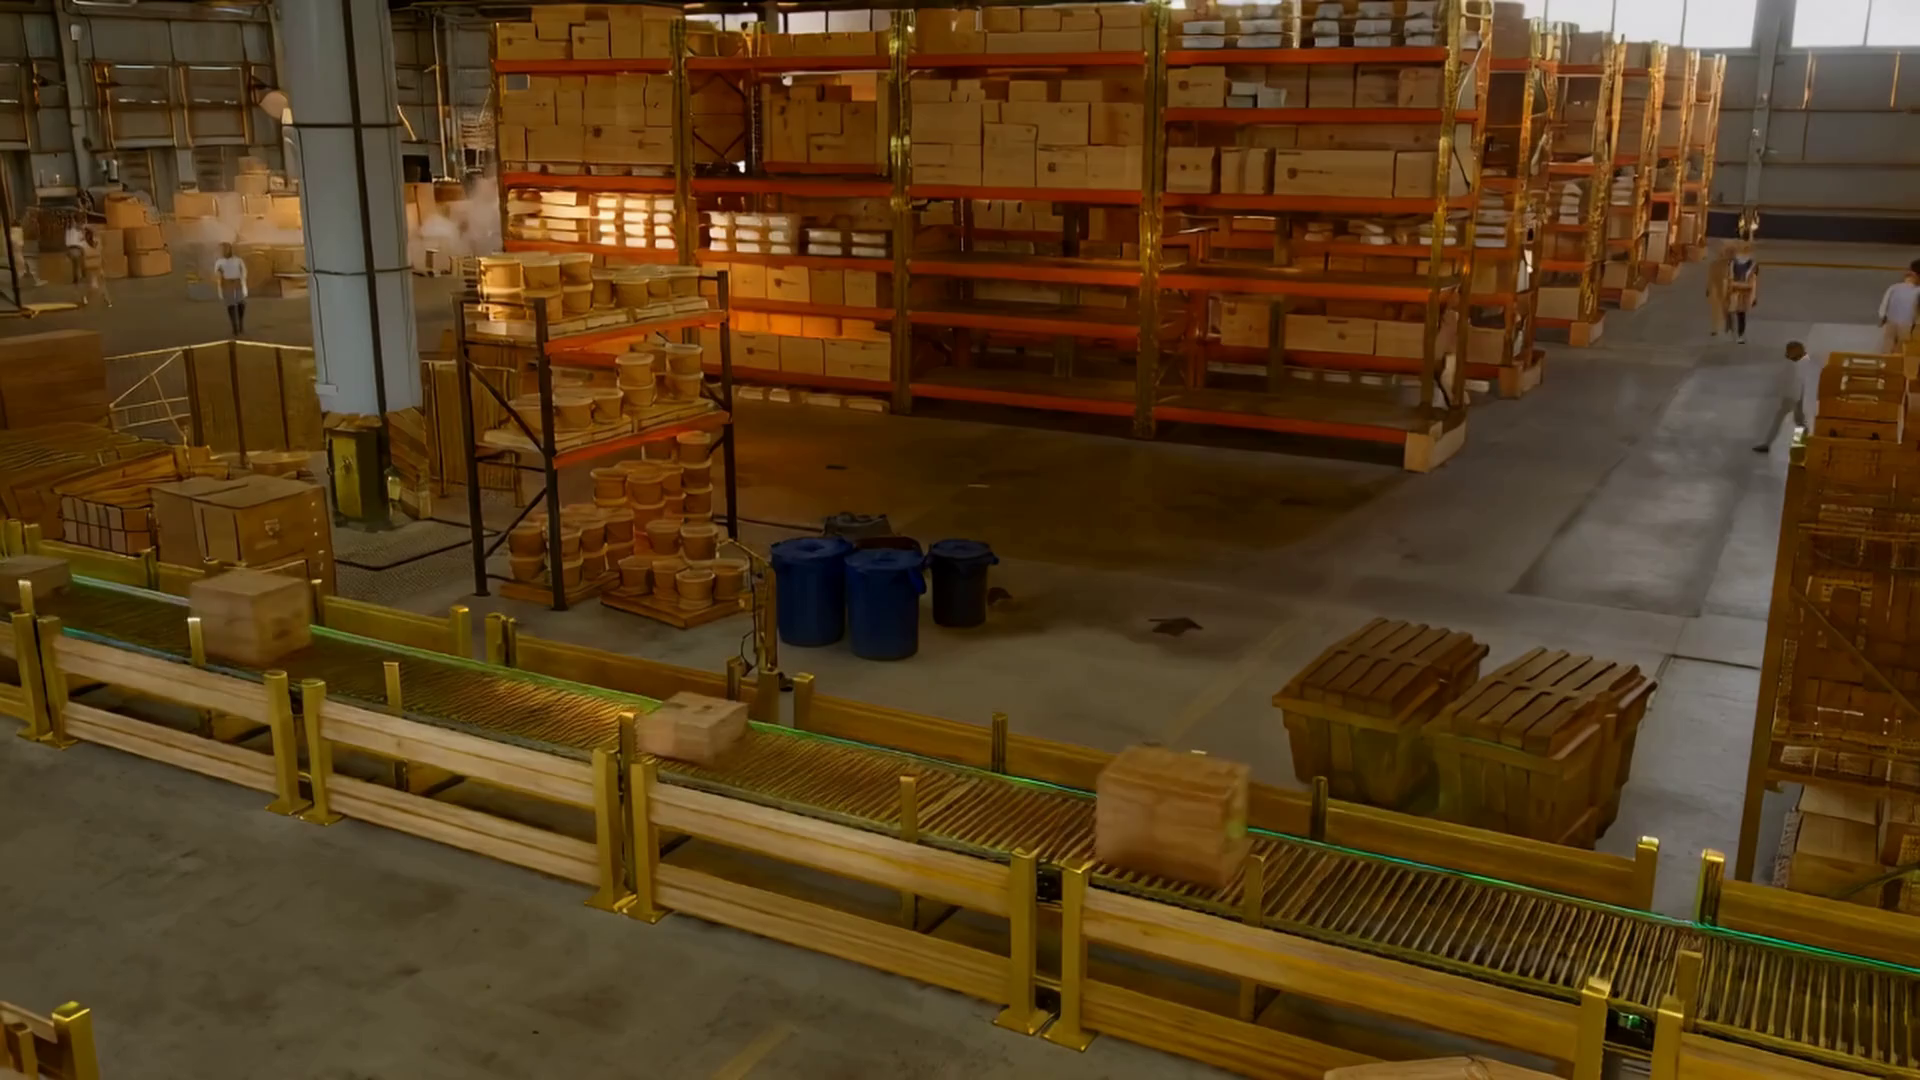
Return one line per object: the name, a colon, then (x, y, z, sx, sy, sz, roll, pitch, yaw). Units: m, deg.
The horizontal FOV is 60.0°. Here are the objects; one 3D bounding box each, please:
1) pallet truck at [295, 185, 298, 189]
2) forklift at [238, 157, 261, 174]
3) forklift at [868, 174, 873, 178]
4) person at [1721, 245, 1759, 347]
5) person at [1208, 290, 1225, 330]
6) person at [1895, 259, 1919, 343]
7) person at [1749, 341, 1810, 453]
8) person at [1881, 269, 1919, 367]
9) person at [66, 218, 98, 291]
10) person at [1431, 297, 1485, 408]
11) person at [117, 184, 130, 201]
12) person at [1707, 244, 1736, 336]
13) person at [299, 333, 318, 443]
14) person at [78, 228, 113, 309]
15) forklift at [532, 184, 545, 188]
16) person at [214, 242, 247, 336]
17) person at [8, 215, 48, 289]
pallet truck: (-26.804, -14.617, 69.738, 1.885, 1.965, 0.823, -14, 20, -42)
forklift: (-24.311, -11.728, 57.189, 1.873, 2.768, 1.129, 1, 15, 3)
forklift: (-3.133, -13.788, 64.933, 1.129, 2.768, 1.873, 2, 15, 9)
person: (15.386, -4.822, 32.897, 0.679, 2.010, 0.653, -11, 19, -37)
person: (5.217, -4.964, 34.148, 0.507, 1.632, 0.268, -8, 17, -26)
person: (19.030, -4.762, 33.267, 0.317, 1.695, 0.540, -3, 15, -9)
person: (11.462, -1.939, 22.871, 0.864, 1.587, 0.516, 10, 18, 34)
person: (17.211, -4.054, 30.461, 0.623, 1.774, 0.870, 10, 18, 34)
person: (-22.601, -7.336, 42.661, 0.585, 1.846, 0.931, 7, 16, 23)
person: (7.886, -2.934, 26.230, 0.978, 1.783, 0.636, -2, 15, -9)
person: (-28.841, -11.341, 57.538, 0.373, 1.939, 0.545, 2, 15, 8)
person: (15.884, -5.200, 34.555, 0.650, 1.887, 0.709, 11, 18, 35)
person: (-8.628, -1.964, 22.603, 0.959, 1.769, 0.602, 6, 16, 21)
person: (-20.360, -6.371, 38.995, 0.946, 1.875, 0.624, 9, 18, 31)
forklift: (-16.254, -13.594, 64.203, 1.873, 2.768, 1.129, 1, 15, 2)
person: (-15.050, -5.192, 34.390, 0.612, 1.947, 0.452, -9, 17, -29)
person: (-24.198, -7.425, 42.909, 0.966, 1.888, 0.646, -3, 15, -11)
